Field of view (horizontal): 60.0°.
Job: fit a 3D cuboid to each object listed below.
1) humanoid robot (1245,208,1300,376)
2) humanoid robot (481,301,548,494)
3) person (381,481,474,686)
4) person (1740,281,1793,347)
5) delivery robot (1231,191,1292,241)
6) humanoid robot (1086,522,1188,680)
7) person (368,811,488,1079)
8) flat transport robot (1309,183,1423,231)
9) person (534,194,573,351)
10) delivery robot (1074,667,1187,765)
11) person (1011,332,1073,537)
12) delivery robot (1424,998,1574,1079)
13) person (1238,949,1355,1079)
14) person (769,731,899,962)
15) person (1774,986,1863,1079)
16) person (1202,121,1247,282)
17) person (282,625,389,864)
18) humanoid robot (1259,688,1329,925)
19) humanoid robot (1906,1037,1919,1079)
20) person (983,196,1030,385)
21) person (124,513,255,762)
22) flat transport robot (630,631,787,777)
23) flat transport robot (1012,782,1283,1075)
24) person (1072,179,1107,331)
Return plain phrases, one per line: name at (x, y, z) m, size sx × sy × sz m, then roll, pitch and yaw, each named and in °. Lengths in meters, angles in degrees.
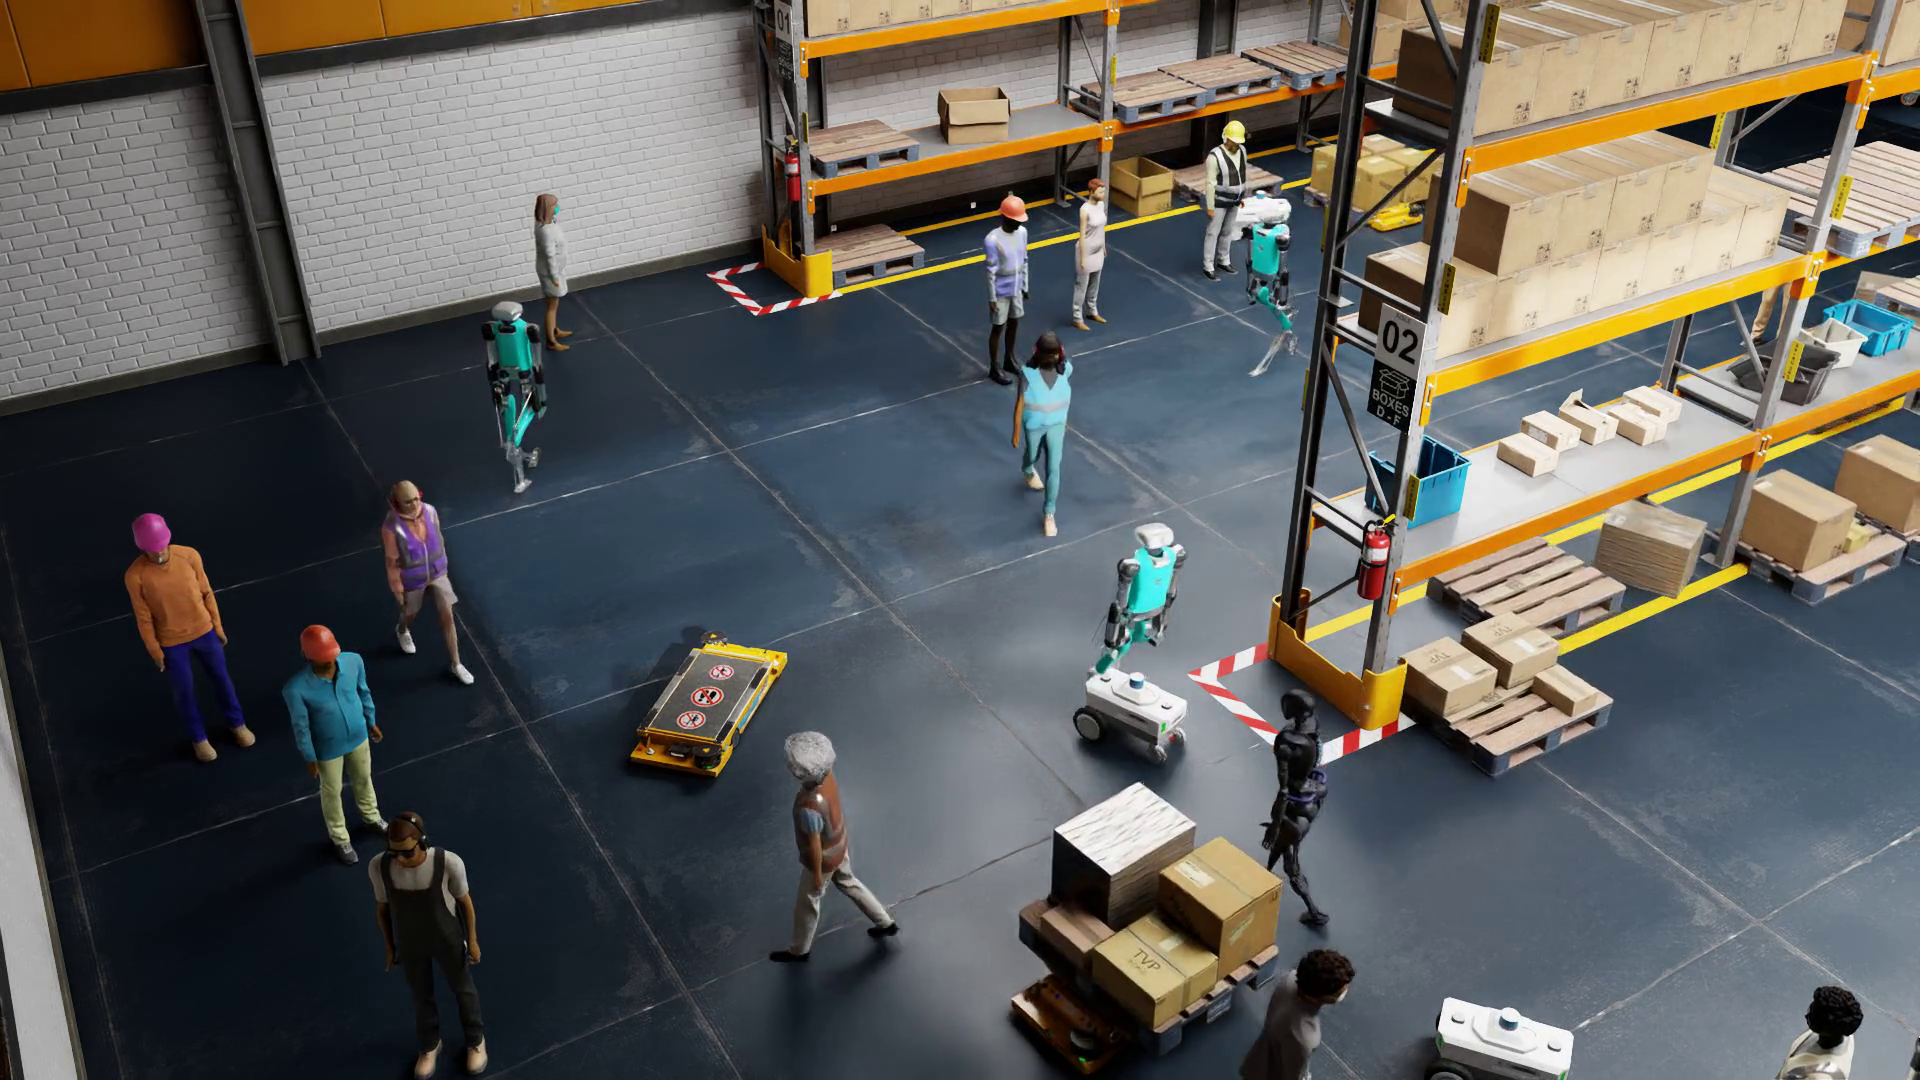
humanoid robot at (3.296, -2.562, 16.811) m, size 0.933 × 1.773 × 0.545 m, roll -23°, pitch 39°, yaw -32°
humanoid robot at (-3.926, -1.179, 14.582) m, size 0.539 × 1.731 × 0.976 m, roll 5°, pitch 32°, yaw 8°
person at (-4.048, 0.253, 12.367) m, size 0.499 × 1.661 × 0.842 m, roll -27°, pitch 41°, yaw -36°
person at (8.492, -2.758, 17.083) m, size 0.323 × 1.751 × 0.560 m, roll -26°, pitch 40°, yaw -35°
delivery robot at (3.626, -3.908, 20.053) m, size 0.783 × 0.601 × 0.499 m, roll -1°, pitch 32°, yaw -2°
humanoid robot at (1.162, 0.605, 11.816) m, size 0.564 × 1.857 × 0.753 m, roll -17°, pitch 36°, yaw -25°
person at (-2.888, 2.204, 9.086) m, size 0.505 × 1.846 × 0.351 m, roll -2°, pitch 32°, yaw -3°
flat transport robot at (5.052, -4.229, 20.828) m, size 0.659 × 0.231 × 1.431 m, roll -18°, pitch 36°, yaw -26°
person at (-4.212, -2.792, 17.240) m, size 0.344 × 1.654 × 0.503 m, roll -4°, pitch 32°, yaw -7°
delivery robot at (1.236, 1.212, 11.890) m, size 0.807 × 0.604 × 0.499 m, roll 23°, pitch 39°, yaw 32°
person at (0.674, -1.036, 14.299) m, size 0.525 × 1.811 × 0.957 m, roll -4°, pitch 32°, yaw -7°
delivery robot at (3.011, 2.845, 9.265) m, size 0.774 × 0.581 × 0.499 m, roll 12°, pitch 34°, yaw 19°
person at (1.624, 2.684, 8.293) m, size 0.477 × 1.870 × 0.561 m, roll 5°, pitch 32°, yaw 8°
person at (-0.760, 1.826, 9.866) m, size 0.718 × 1.662 × 0.488 m, roll 3°, pitch 32°, yaw 6°
person at (4.149, 2.843, 8.211) m, size 0.320 × 1.694 × 0.533 m, roll 19°, pitch 37°, yaw 27°
person at (2.999, -3.827, 18.725) m, size 0.587 × 1.822 × 0.403 m, roll -24°, pitch 39°, yaw -33°
person at (-3.962, 1.270, 10.660) m, size 0.338 × 1.752 × 0.563 m, roll 23°, pitch 39°, yaw 31°
humanoid robot at (2.068, 1.622, 10.211) m, size 0.683 × 1.656 × 0.609 m, roll 19°, pitch 37°, yaw 28°
humanoid robot at (4.605, 3.107, 7.772) m, size 0.548 × 1.800 × 0.821 m, roll 8°, pitch 33°, yaw 13°
person at (0.487, -2.487, 16.498) m, size 0.542 × 1.926 × 0.376 m, roll -26°, pitch 40°, yaw -35°
person at (-5.339, 0.656, 11.443) m, size 0.516 × 1.972 × 0.405 m, roll -24°, pitch 39°, yaw -33°
flat transport robot at (-1.822, 1.184, 12.196) m, size 0.659 × 0.231 × 1.431 m, roll 8°, pitch 33°, yaw 13°
flat transport robot at (1.062, 2.593, 9.949) m, size 1.431 × 0.231 × 0.659 m, roll -23°, pitch 39°, yaw -32°
person at (1.392, -3.031, 17.615) m, size 0.294 × 1.652 × 0.442 m, roll 23°, pitch 39°, yaw 32°
